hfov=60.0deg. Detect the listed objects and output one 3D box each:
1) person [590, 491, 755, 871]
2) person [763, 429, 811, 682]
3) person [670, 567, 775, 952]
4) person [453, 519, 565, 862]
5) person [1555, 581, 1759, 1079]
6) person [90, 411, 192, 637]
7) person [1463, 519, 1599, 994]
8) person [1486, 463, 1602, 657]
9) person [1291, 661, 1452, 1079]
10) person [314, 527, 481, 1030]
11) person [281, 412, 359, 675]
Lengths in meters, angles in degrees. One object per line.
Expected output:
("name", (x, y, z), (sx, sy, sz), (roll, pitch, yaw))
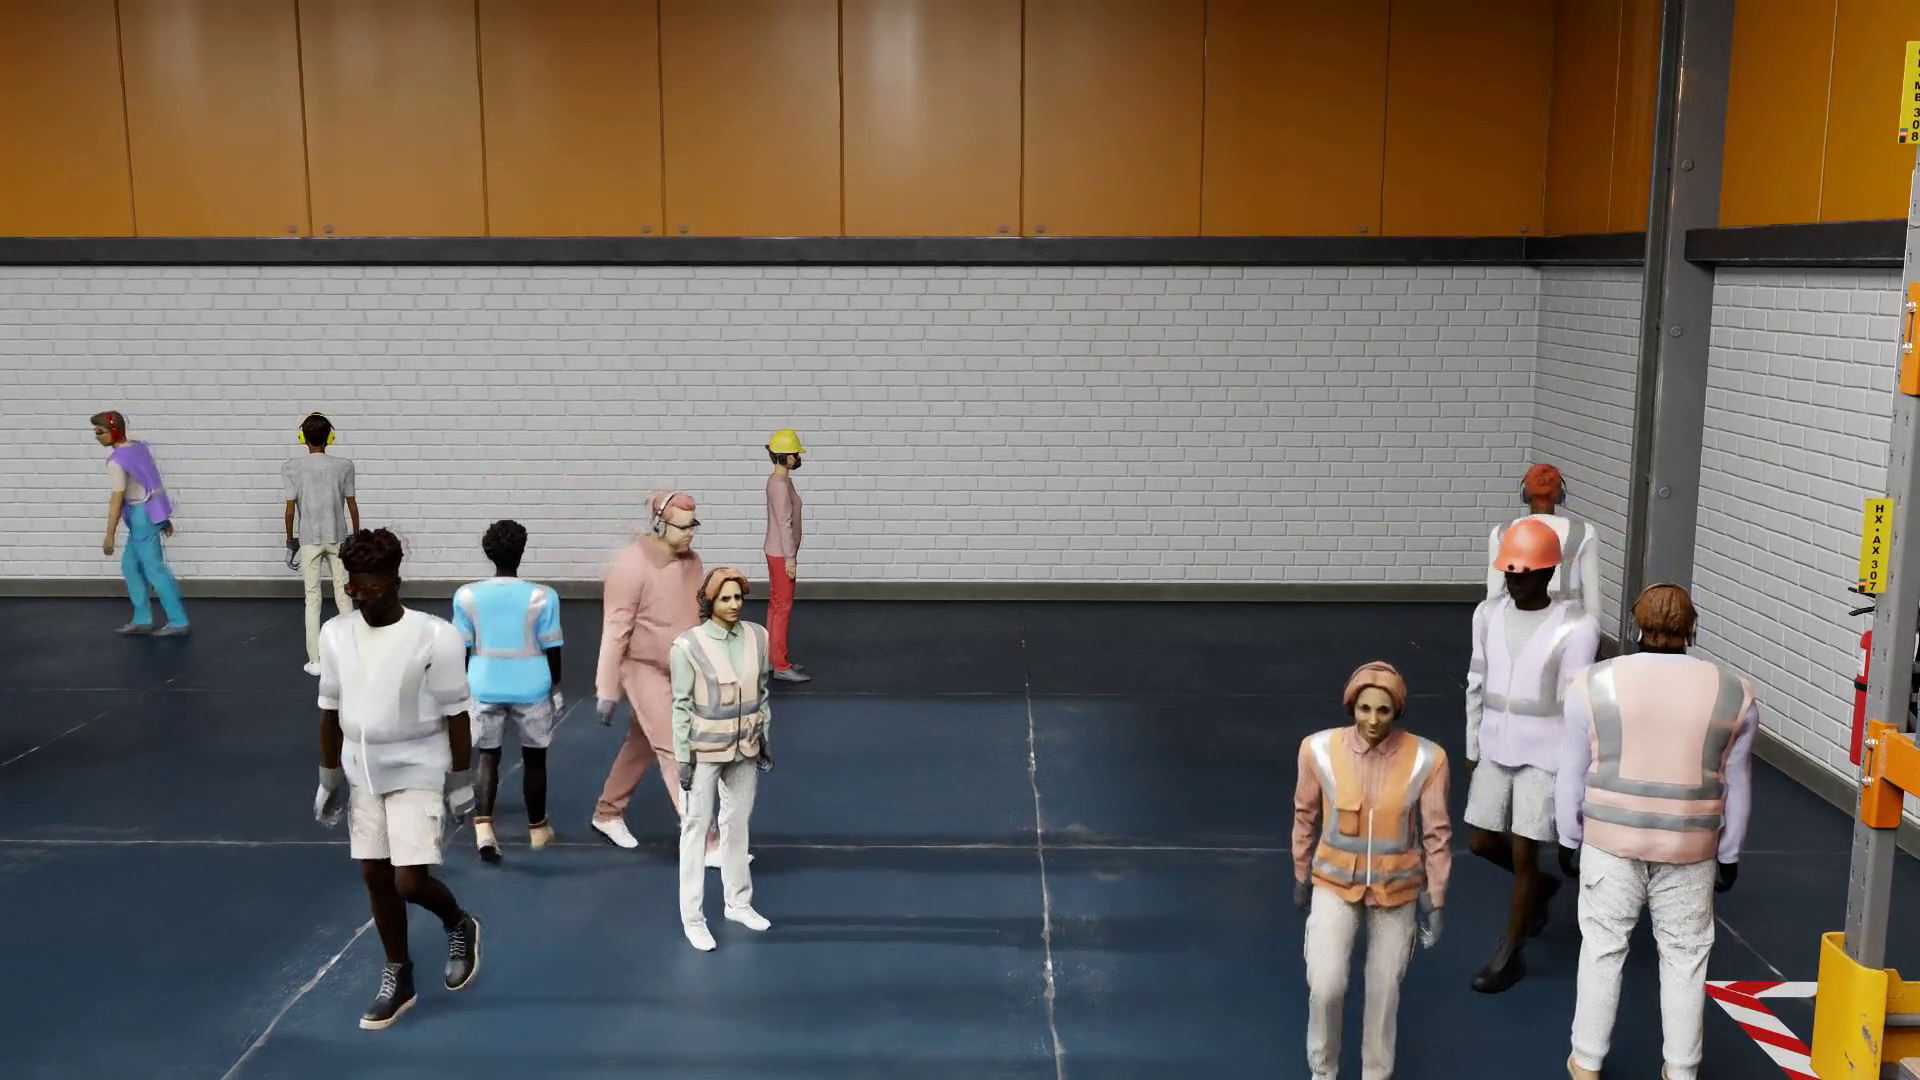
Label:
("person", (-1.465, 0.667, 8.094), (1.024, 1.850, 0.676), (4, 10, 23))
("person", (-1.220, 0.105, 11.669), (0.314, 1.769, 0.525), (-2, 10, -12))
("person", (-1.020, 0.919, 7.163), (0.515, 1.641, 0.315), (-9, 13, -44))
("person", (-2.201, 0.739, 8.106), (0.557, 1.693, 0.515), (0, 9, -1))
("person", (2.401, 1.052, 5.805), (0.628, 1.836, 0.429), (3, 10, 17))
("person", (-6.355, -0.108, 12.857), (0.692, 1.788, 0.597), (-2, 10, -10))
("person", (2.317, 0.849, 6.758), (0.636, 1.915, 0.551), (-8, 12, -40))
("person", (3.166, 0.499, 9.071), (0.585, 1.851, 0.927), (6, 11, 32))
("person", (1.377, 1.192, 5.604), (0.513, 1.620, 0.447), (2, 10, 12))
("person", (-2.158, 0.895, 6.389), (0.601, 1.943, 0.482), (3, 10, 18))
("person", (-4.524, 0.027, 11.821), (0.532, 1.871, 0.321), (-4, 10, -24))
